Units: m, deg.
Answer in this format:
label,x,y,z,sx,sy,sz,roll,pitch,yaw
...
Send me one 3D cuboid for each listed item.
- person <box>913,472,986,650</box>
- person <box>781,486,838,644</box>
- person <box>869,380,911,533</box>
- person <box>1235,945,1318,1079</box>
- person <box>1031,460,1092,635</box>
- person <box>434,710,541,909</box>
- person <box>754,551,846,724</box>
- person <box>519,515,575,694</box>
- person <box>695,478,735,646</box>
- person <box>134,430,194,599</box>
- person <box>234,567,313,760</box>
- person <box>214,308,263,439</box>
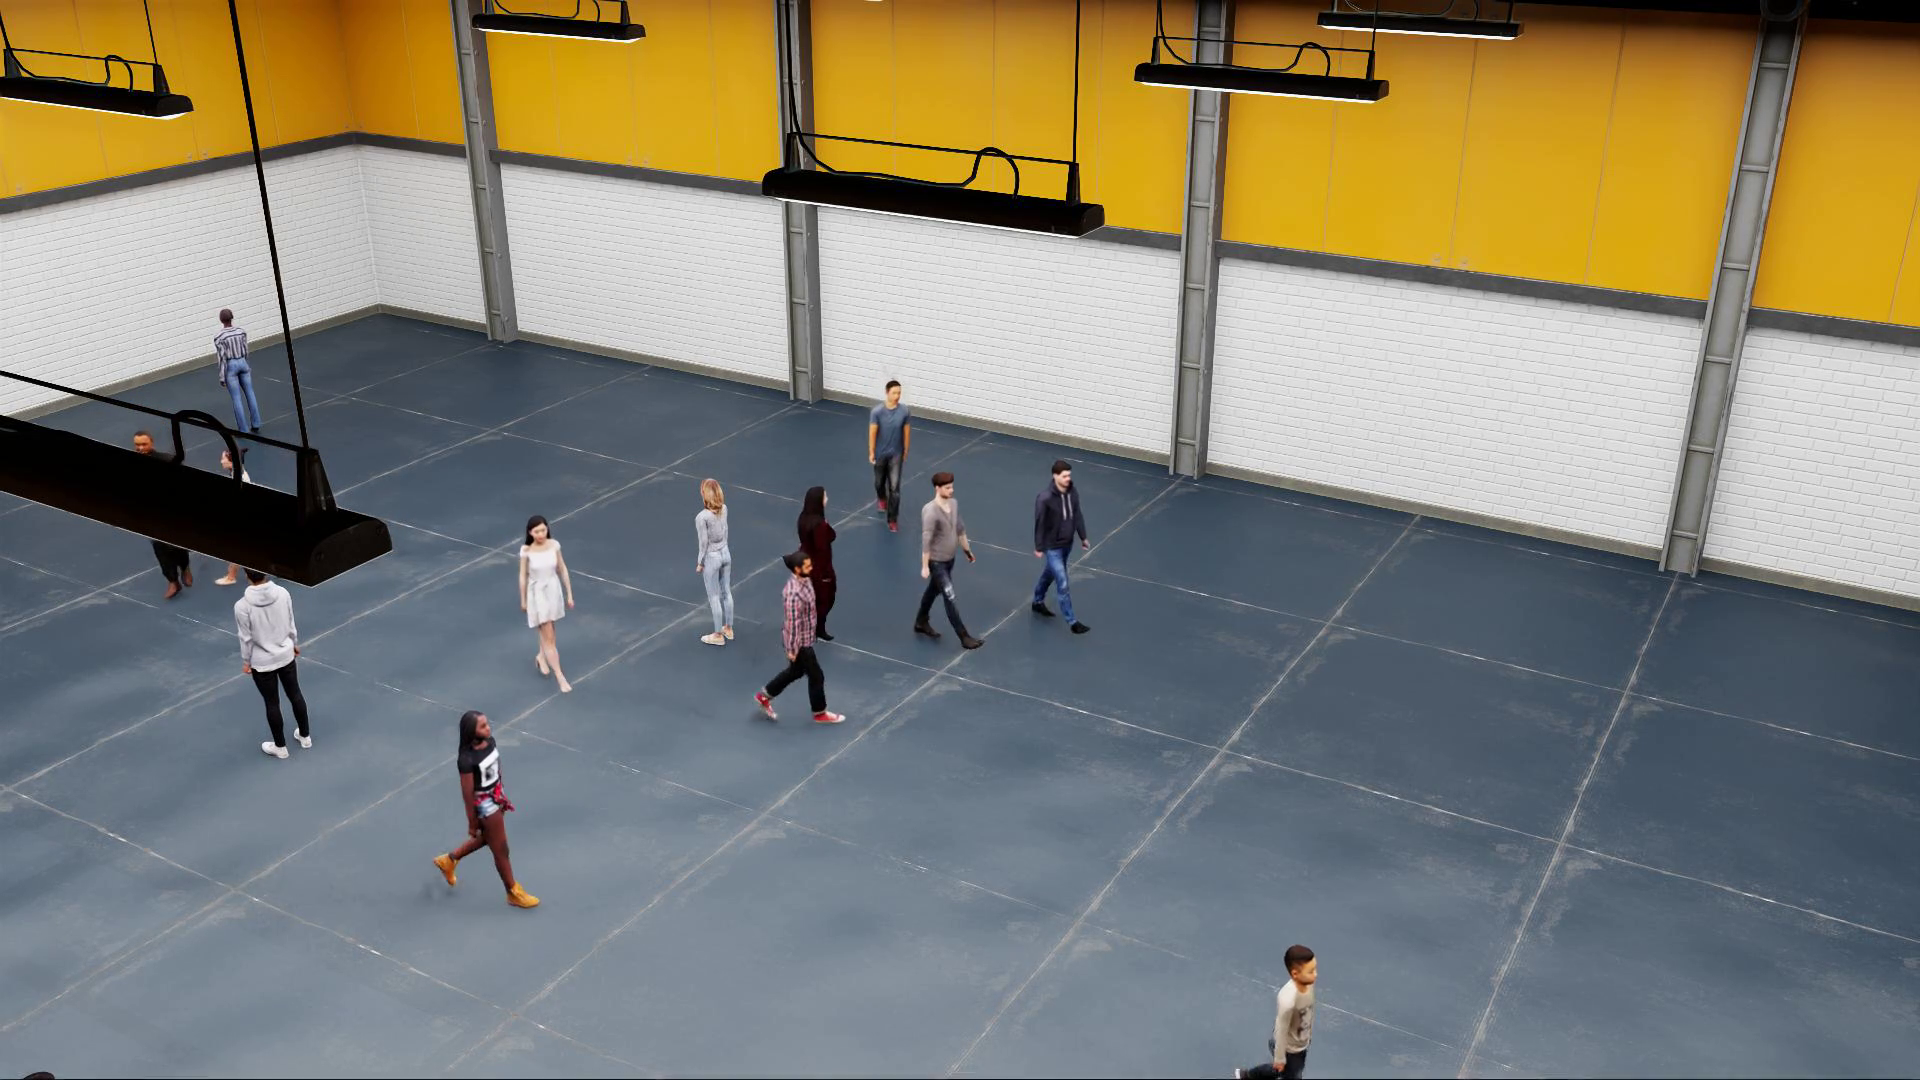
label,x,y,z,sx,sy,sz,roll,pitch,yaw
person,-0.266,0.182,16.847,1.125,1.866,0.710,13,27,27
person,-1.534,0.314,16.709,0.971,1.735,0.938,-10,26,-22
person,-0.871,-1.048,19.782,1.193,1.768,1.171,-2,24,-5
person,2.030,3.169,10.540,0.882,1.444,0.592,16,28,32
person,0.952,0.034,17.229,0.937,1.830,1.256,-20,31,-38
person,-3.713,2.060,12.757,1.179,1.701,0.876,4,24,9
person,-1.553,0.906,15.341,1.213,1.745,1.034,-1,24,-1
person,-4.055,0.564,16.132,0.956,1.738,1.201,-15,28,-30
person,-2.480,0.209,16.871,0.509,1.796,0.590,14,27,29
person,-8.590,-0.314,17.954,0.889,1.888,0.954,-5,24,-10
person,-6.132,1.026,14.837,0.647,1.930,0.723,18,30,36
person,-9.800,-2.270,22.544,0.520,1.796,0.620,14,27,29
